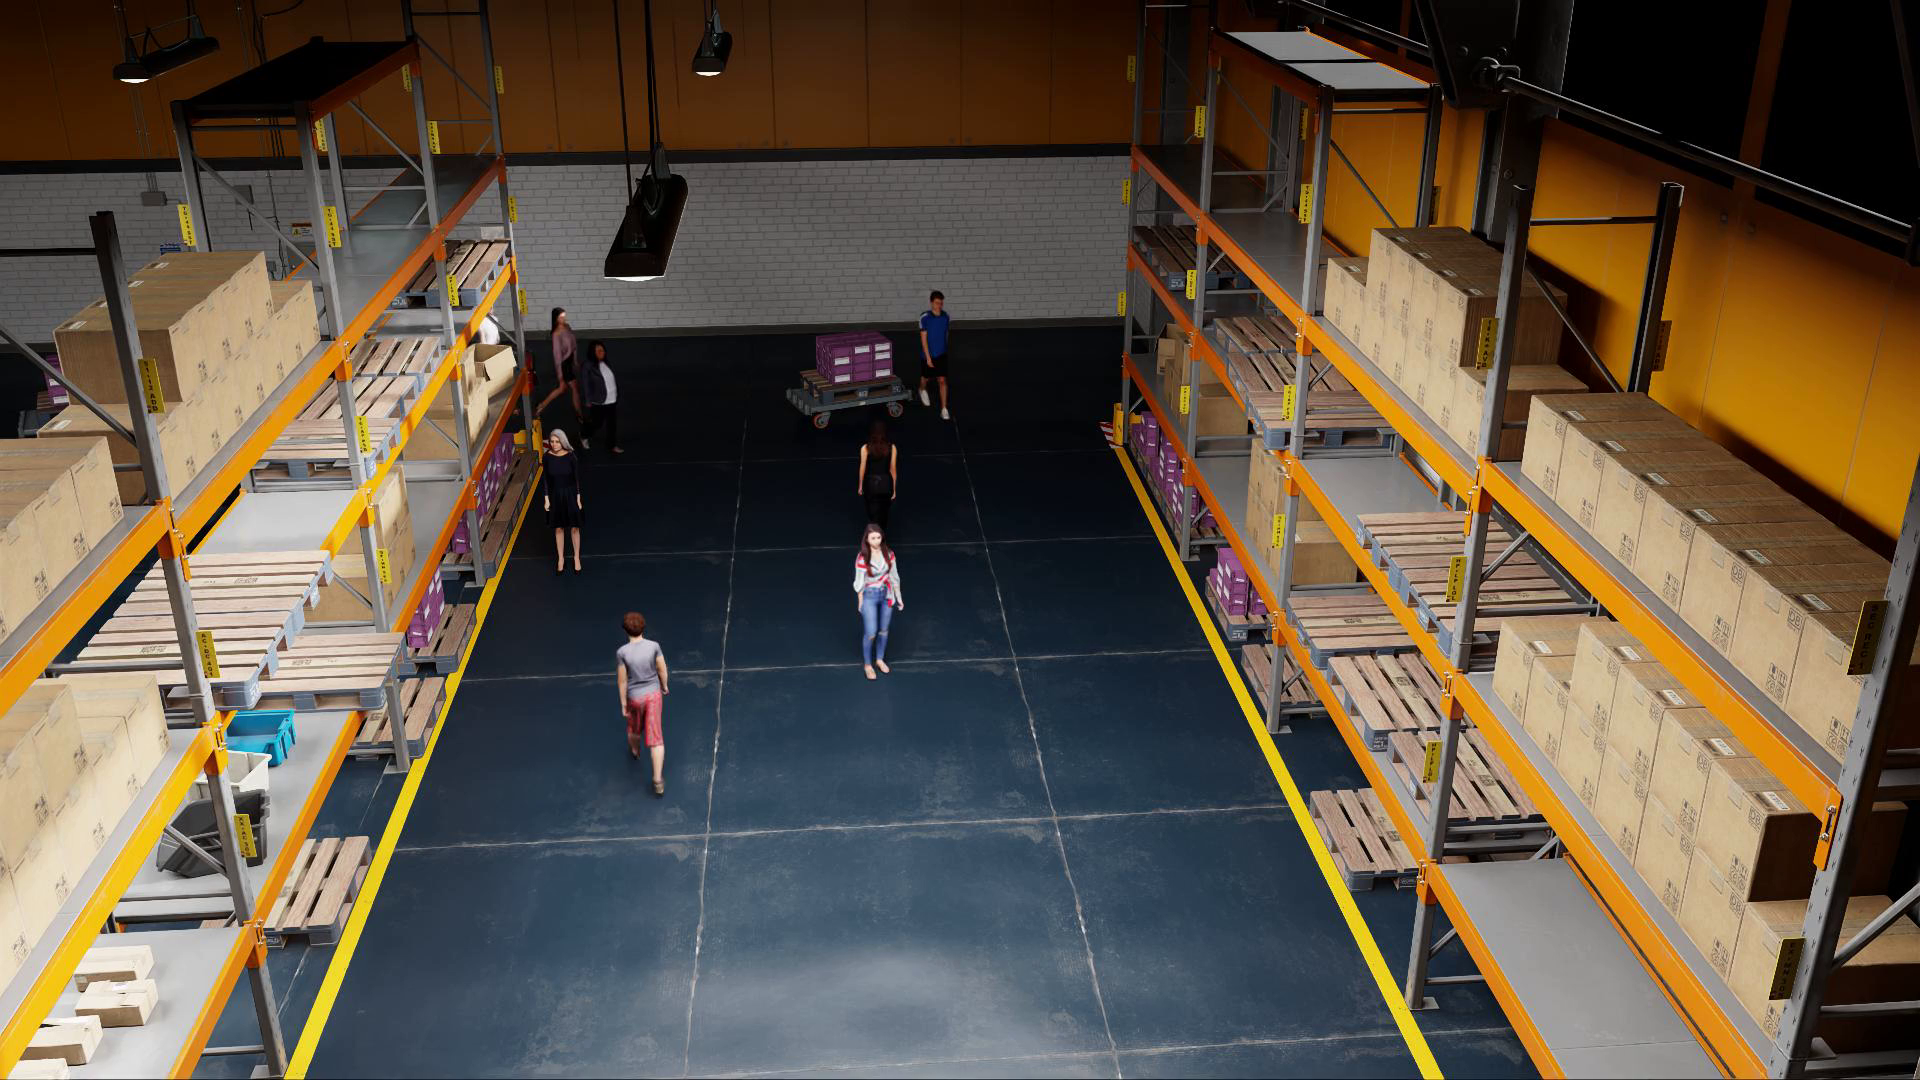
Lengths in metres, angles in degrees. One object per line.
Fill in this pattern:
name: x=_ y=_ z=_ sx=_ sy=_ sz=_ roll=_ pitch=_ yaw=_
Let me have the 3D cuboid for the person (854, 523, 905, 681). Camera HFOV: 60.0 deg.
person: x=-0.848 y=0.564 z=16.716 sx=0.706 sy=1.606 sz=0.726 roll=-12 pitch=26 yaw=-25

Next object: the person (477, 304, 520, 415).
person: x=-6.813 y=-2.634 z=23.846 sx=1.051 sy=1.755 sz=0.999 roll=18 pitch=30 yaw=36

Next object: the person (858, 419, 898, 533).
person: x=-0.935 y=-0.551 z=19.199 sx=0.735 sy=1.660 sz=1.149 roll=-7 pitch=24 yaw=-15

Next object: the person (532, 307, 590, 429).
person: x=-5.617 y=-2.394 z=23.274 sx=0.839 sy=1.773 sz=1.064 roll=2 pitch=24 yaw=6

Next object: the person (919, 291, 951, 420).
person: x=-0.407 y=-2.688 z=23.889 sx=0.770 sy=1.818 sz=1.319 roll=-7 pitch=24 yaw=-15

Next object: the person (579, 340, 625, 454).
person: x=-4.898 y=-1.931 z=22.456 sx=0.995 sy=1.579 sz=0.971 roll=13 pitch=27 yaw=27

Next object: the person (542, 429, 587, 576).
person: x=-4.482 y=-0.434 z=18.823 sx=0.600 sy=1.746 sz=0.560 roll=-1 pitch=24 yaw=-3

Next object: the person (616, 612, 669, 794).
person: x=-2.768 y=1.463 z=14.664 sx=0.736 sy=1.602 sz=1.174 roll=-6 pitch=24 yaw=-13
